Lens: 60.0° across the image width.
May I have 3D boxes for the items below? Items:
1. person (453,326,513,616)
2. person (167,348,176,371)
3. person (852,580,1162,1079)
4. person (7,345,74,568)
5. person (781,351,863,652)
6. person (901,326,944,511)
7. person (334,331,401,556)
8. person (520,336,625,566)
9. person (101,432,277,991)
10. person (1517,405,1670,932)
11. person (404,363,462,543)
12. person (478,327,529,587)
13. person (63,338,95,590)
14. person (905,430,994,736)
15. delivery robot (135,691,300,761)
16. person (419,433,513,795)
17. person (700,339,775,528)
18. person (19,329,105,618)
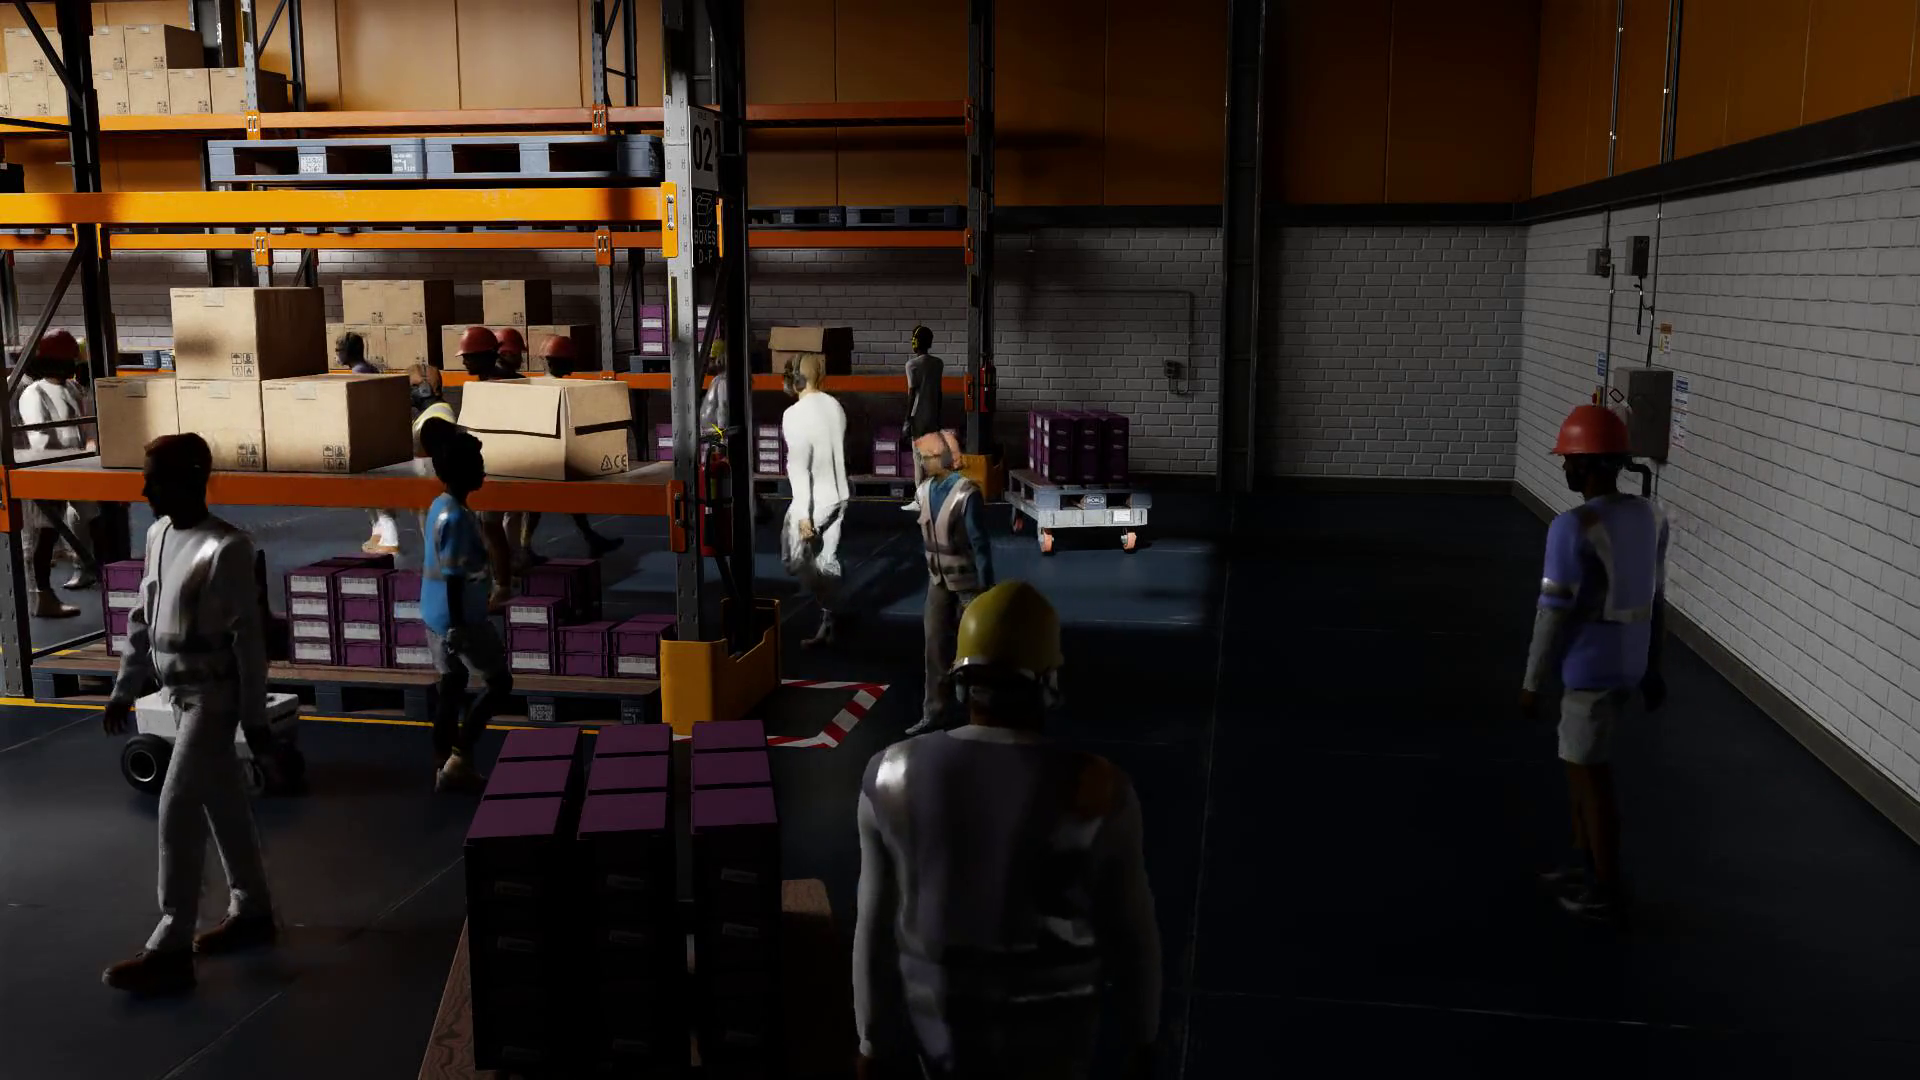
[{"bbox_3d":[-3.332,-0.481,11.707,0.389,2.035,0.611,-3,10,-16],"label":"person"},{"bbox_3d":[-7.021,-0.900,15.133,0.318,1.764,0.522,-8,12,-42],"label":"person"},{"bbox_3d":[0.107,0.969,3.460,0.612,1.781,0.930,3,10,16],"label":"person"},{"bbox_3d":[-7.526,-0.696,13.642,0.429,1.838,0.621,2,9,10],"label":"person"},{"bbox_3d":[-0.873,-0.214,10.396,0.489,1.923,0.621,5,11,30],"label":"person"},{"bbox_3d":[-0.384,-1.222,16.794,0.328,1.872,0.514,8,12,41],"label":"person"},{"bbox_3d":[-4.998,-0.799,14.055,0.504,1.913,0.637,-2,9,-11],"label":"person"},{"bbox_3d":[-3.270,-0.726,13.683,0.977,1.877,0.545,-4,10,-25],"label":"person"},{"bbox_3d":[-2.731,0.574,5.694,0.587,1.861,0.758,9,13,43],"label":"person"},{"bbox_3d":[2.287,0.462,6.164,0.558,1.919,0.636,-6,11,-32],"label":"person"},{"bbox_3d":[-3.367,-0.210,10.647,0.430,1.836,0.626,-4,10,-21],"label":"person"},{"bbox_3d":[-3.464,-0.640,12.799,0.395,1.993,0.614,3,10,19],"label":"person"},{"bbox_3d":[-6.603,-0.572,12.649,0.609,1.898,0.770,0,9,-1],"label":"person"},{"bbox_3d":[0.064,0.205,8.757,0.760,1.601,0.532,-8,12,-41],"label":"person"},{"bbox_3d":[-3.480,0.835,7.809,0.707,0.478,0.477,2,9,13],"label":"delivery robot"},{"bbox_3d":[-2.274,0.352,7.618,0.379,1.683,0.537,-5,10,-27],"label":"person"},{"bbox_3d":[-2.178,-0.981,15.534,0.882,1.798,0.599,-2,9,-13],"label":"person"},{"bbox_3d":[-6.064,-0.433,11.465,0.930,2.006,0.647,1,9,7],"label":"person"}]
